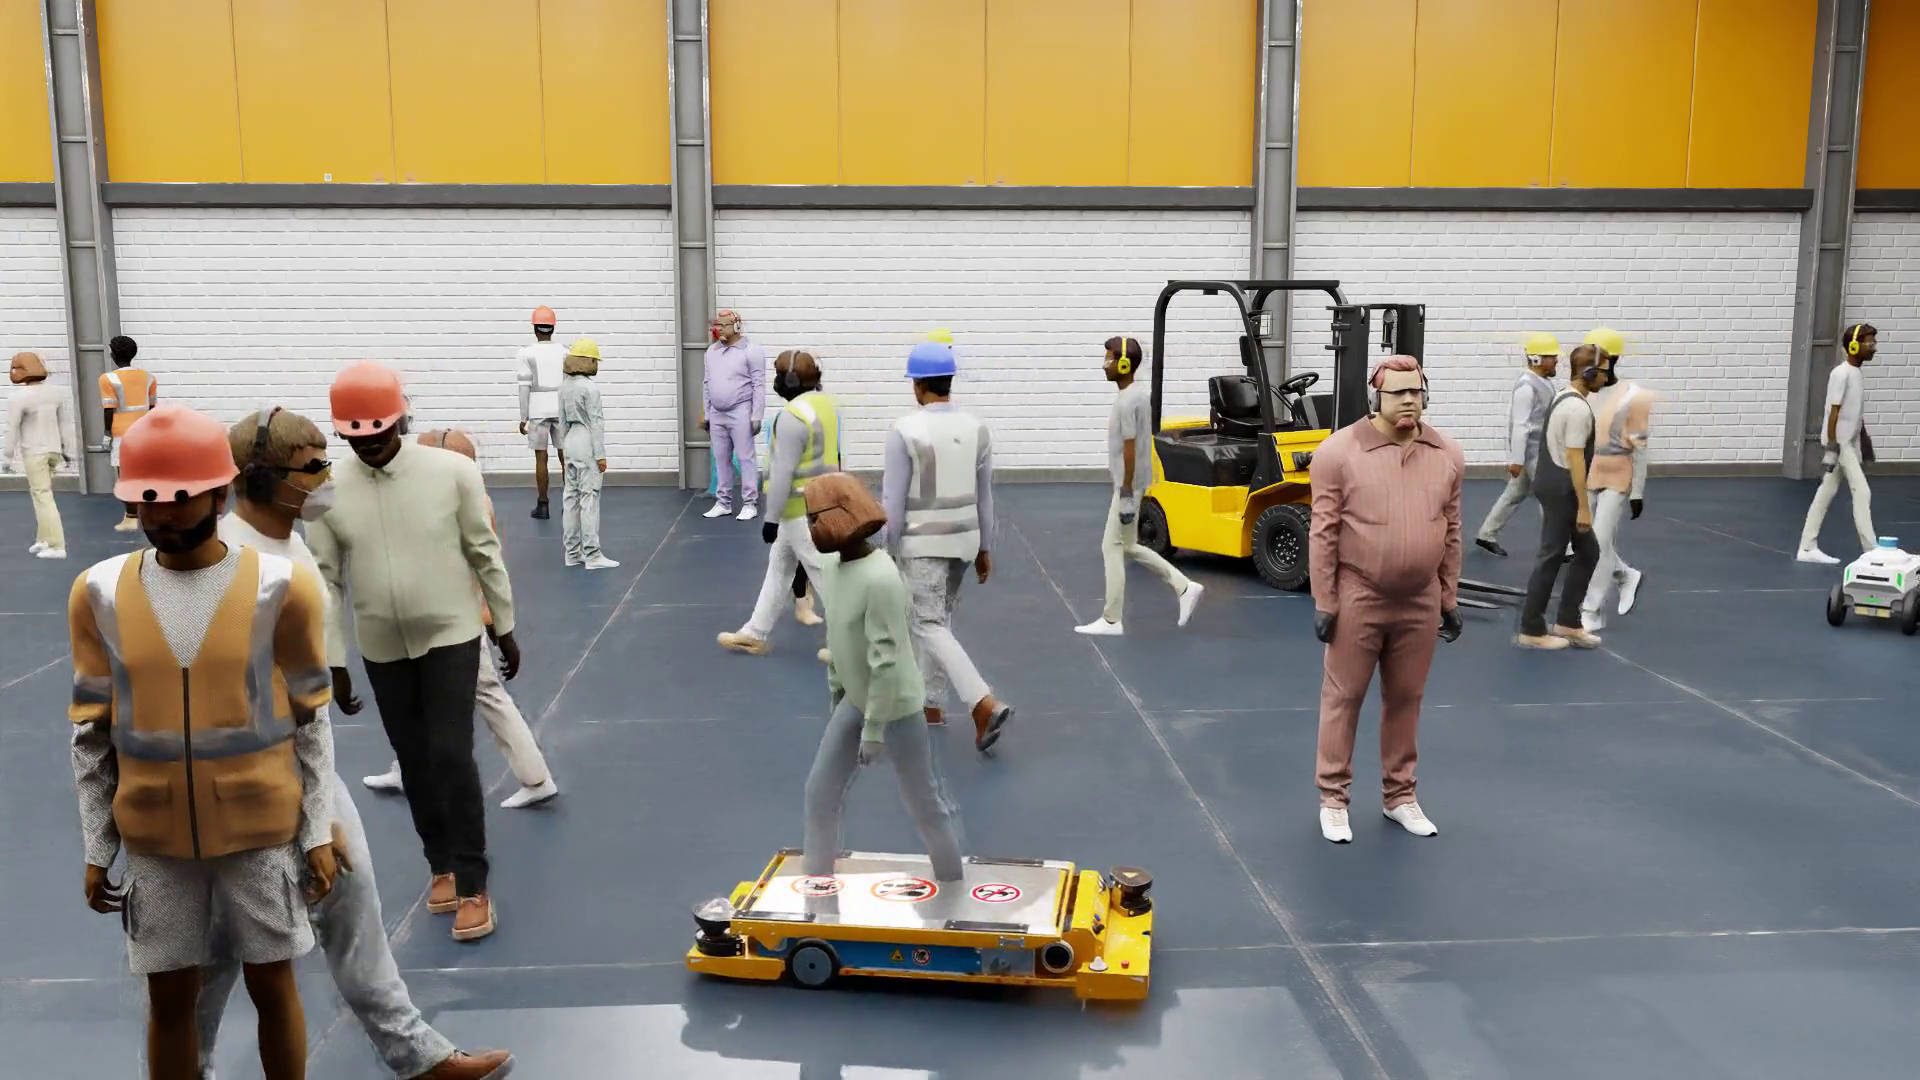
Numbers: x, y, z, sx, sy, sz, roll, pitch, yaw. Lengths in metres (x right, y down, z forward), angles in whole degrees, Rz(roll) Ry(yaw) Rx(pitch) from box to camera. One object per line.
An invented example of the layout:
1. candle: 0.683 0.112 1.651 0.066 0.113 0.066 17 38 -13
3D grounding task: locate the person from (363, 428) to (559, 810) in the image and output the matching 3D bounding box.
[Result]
1. person: -2.080 0.330 6.894 0.895 1.593 0.512 1 9 5

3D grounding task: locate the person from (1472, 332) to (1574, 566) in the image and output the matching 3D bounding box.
1. person: 4.406 -0.706 12.784 0.923 1.793 0.584 5 10 27

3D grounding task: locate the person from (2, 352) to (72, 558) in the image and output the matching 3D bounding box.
1. person: -7.266 -0.659 12.997 0.585 1.610 0.531 2 9 14

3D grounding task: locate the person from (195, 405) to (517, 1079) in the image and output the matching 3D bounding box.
1. person: -1.601 0.618 4.125 0.971 1.890 0.646 -1 9 -5

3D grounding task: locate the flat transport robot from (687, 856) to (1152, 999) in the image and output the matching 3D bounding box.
1. flat transport robot: -0.101 1.226 5.399 1.431 0.197 0.652 1 9 7

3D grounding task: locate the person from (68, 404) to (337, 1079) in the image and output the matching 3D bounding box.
1. person: -1.707 0.656 3.769 0.552 1.932 0.377 -2 9 -12

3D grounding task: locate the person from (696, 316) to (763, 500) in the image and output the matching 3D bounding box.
1. person: -2.266 -1.260 16.172 0.759 1.820 0.577 3 10 19

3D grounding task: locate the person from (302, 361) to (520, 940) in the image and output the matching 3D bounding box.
1. person: -1.840 0.370 5.573 0.665 1.933 0.747 -1 9 -4

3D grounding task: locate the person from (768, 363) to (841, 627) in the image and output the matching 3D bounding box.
1. person: -0.987 -0.294 10.530 0.567 1.680 0.425 -7 11 -37

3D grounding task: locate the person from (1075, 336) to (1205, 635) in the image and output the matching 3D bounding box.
1. person: 1.102 -0.318 10.154 0.706 1.855 0.516 2 9 13

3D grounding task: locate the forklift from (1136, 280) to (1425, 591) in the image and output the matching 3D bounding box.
1. forklift: 2.301 -0.860 12.475 1.214 2.155 2.313 -6 11 -35

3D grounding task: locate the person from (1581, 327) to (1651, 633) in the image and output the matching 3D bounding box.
1. person: 4.061 -0.376 10.360 0.691 1.906 0.593 -5 10 -29

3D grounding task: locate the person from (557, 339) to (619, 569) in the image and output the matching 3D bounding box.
1. person: -2.832 -0.651 12.606 0.483 1.735 0.311 8 12 42

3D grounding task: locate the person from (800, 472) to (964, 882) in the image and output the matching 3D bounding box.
1. person: -0.330 0.571 5.410 0.705 1.578 0.523 -5 10 -30

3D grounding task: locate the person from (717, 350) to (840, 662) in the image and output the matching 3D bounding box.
1. person: -0.946 -0.185 9.513 0.948 1.792 0.648 2 9 11

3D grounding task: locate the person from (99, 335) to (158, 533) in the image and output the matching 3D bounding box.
1. person: -7.157 -0.911 14.356 0.320 1.695 0.537 5 10 27

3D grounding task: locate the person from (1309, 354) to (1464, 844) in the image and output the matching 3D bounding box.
1. person: 1.680 0.232 6.520 0.639 1.910 0.402 -2 9 -10

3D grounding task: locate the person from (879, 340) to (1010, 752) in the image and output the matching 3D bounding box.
1. person: -0.056 0.025 7.809 0.603 1.919 0.877 -8 12 -42

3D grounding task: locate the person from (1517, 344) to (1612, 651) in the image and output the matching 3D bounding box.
1. person: 3.591 -0.230 9.698 0.630 1.809 0.569 2 9 11

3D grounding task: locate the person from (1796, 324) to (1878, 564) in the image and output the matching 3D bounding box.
1. person: 6.835 -0.698 12.584 0.874 1.831 0.540 6 11 35

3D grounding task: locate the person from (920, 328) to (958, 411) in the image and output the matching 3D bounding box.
1. person: -0.157 -0.982 14.606 0.481 1.747 0.554 -3 9 -15

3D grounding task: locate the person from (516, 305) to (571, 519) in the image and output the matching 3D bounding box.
1. person: -3.758 -1.158 15.148 0.546 1.939 0.375 -5 10 -28

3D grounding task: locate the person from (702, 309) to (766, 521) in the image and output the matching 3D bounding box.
1. person: -2.075 -1.129 15.065 0.654 1.906 0.406 5 10 30

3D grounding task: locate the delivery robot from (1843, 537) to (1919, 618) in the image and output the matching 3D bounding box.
1. delivery robot: 5.846 0.224 10.510 0.477 0.478 0.707 7 12 40
